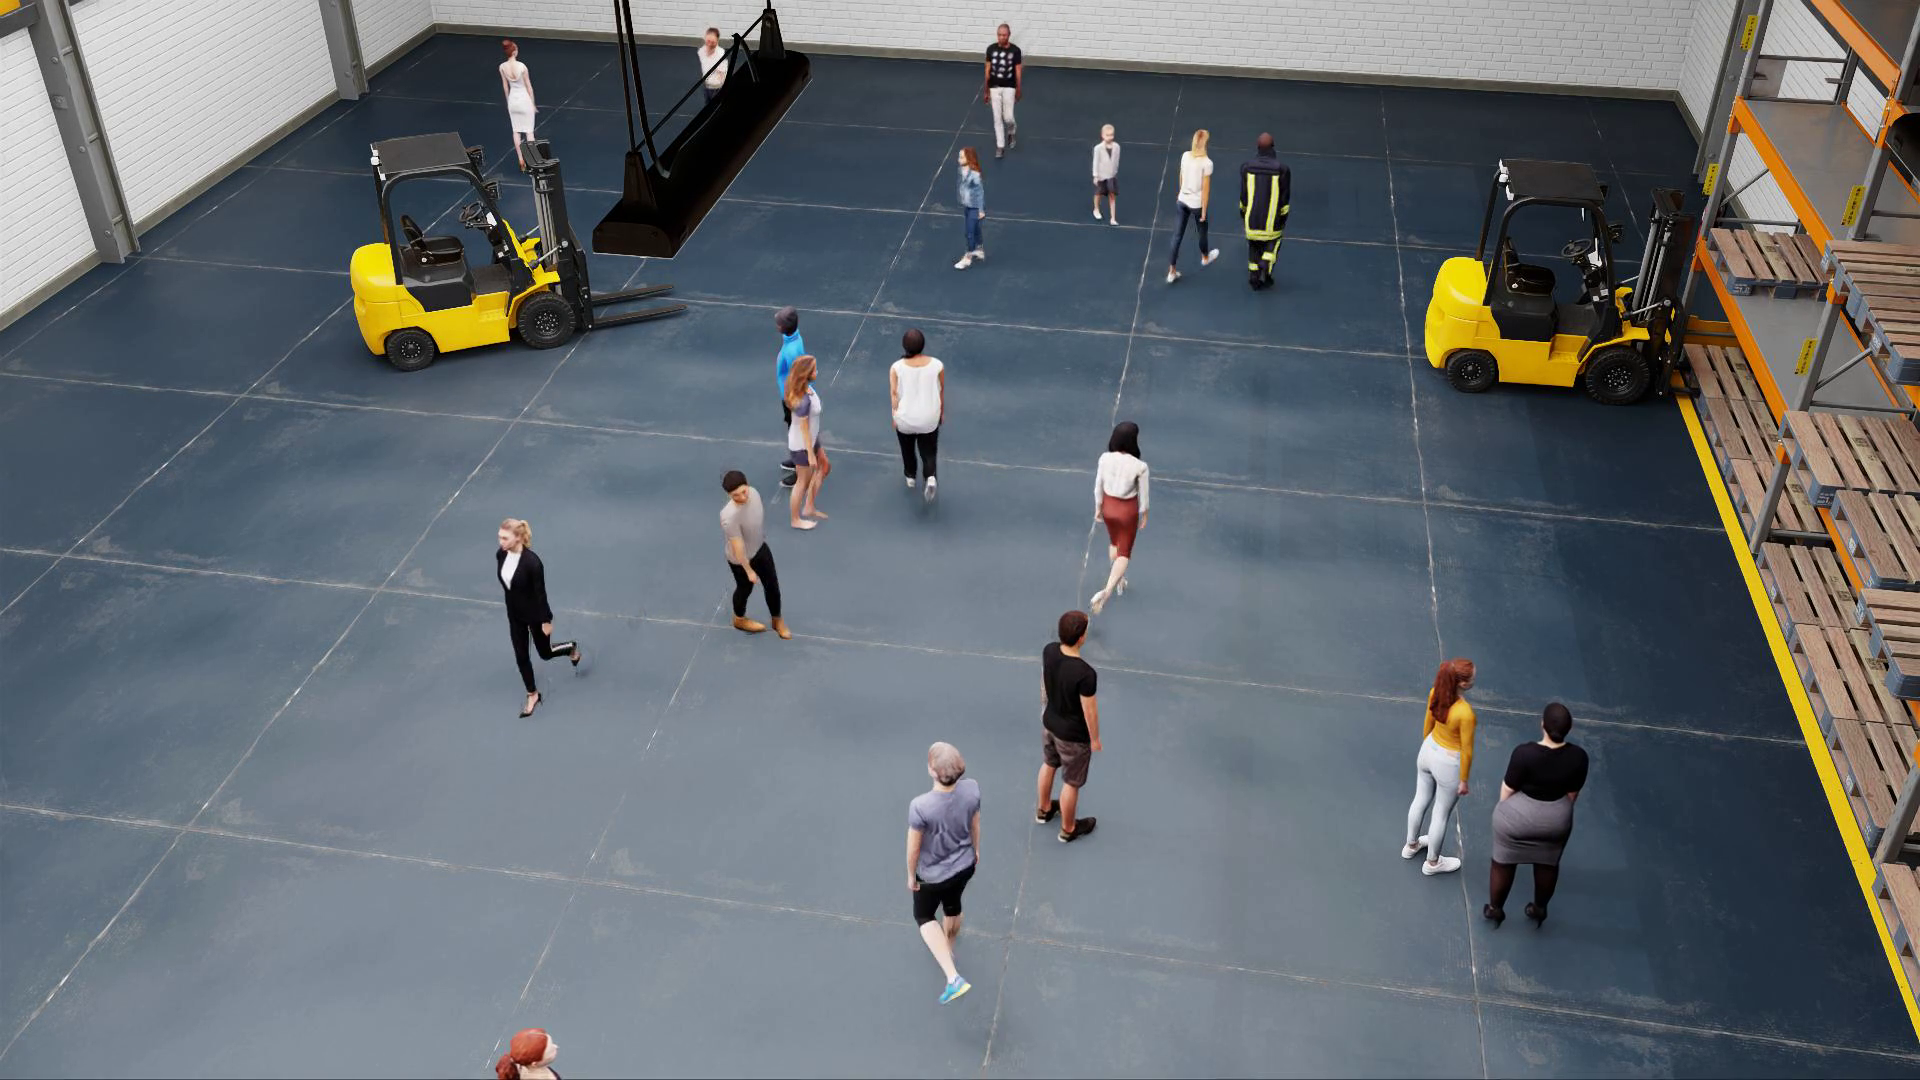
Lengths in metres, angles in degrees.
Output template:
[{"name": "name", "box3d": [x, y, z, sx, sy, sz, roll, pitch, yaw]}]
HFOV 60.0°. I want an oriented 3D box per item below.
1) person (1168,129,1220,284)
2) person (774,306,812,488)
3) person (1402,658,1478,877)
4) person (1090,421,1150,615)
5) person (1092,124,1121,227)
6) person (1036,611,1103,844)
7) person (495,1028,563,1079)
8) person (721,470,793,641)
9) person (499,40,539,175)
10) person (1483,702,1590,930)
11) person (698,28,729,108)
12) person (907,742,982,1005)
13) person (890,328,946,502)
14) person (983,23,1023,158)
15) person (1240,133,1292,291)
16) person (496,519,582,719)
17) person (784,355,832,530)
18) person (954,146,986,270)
[{"name": "person", "box3d": [2.614, -3.794, 19.094, 1.020, 1.763, 1.222, 25, 41, 32]}, {"name": "person", "box3d": [-1.517, -1.340, 15.366, 0.721, 1.802, 0.568, -3, 34, -4]}, {"name": "person", "box3d": [3.224, 1.502, 11.138, 0.740, 1.750, 0.660, -15, 36, -21]}, {"name": "person", "box3d": [1.282, -0.142, 13.632, 0.785, 1.728, 1.095, 15, 36, 21]}, {"name": "person", "box3d": [1.792, -4.564, 20.720, 0.713, 1.245, 0.930, -6, 34, -10]}, {"name": "person", "box3d": [0.721, 1.268, 11.392, 0.797, 1.859, 0.746, -22, 40, -30]}, {"name": "person", "box3d": [-2.109, 3.159, 8.614, 0.739, 1.784, 0.668, -15, 37, -22]}, {"name": "person", "box3d": [-1.721, 0.078, 13.351, 0.935, 1.672, 0.889, 14, 36, 21]}, {"name": "person", "box3d": [-5.820, -5.719, 21.968, 0.589, 1.788, 0.505, 9, 35, 13]}, {"name": "person", "box3d": [3.701, 1.794, 10.695, 0.690, 1.754, 0.656, 1, 34, 2]}, {"name": "person", "box3d": [-3.254, -6.040, 22.433, 0.919, 1.807, 0.930, -21, 39, -28]}, {"name": "person", "box3d": [-0.053, 2.061, 10.189, 0.993, 1.870, 1.085, -17, 37, -24]}, {"name": "person", "box3d": [-0.392, -1.136, 15.182, 0.820, 1.668, 1.020, -4, 34, -6]}, {"name": "person", "box3d": [0.595, -6.124, 22.573, 0.671, 1.792, 0.746, 7, 34, 11]}, {"name": "person", "box3d": [3.433, -3.701, 18.918, 0.839, 1.803, 0.831, 15, 36, 21]}, {"name": "person", "box3d": [-3.213, 0.550, 12.631, 0.805, 1.683, 1.040, 17, 37, 24]}, {"name": "person", "box3d": [-1.467, -0.849, 14.711, 0.755, 1.709, 0.625, -1, 34, -1]}, {"name": "person", "box3d": [0.178, -3.944, 19.595, 0.871, 1.458, 0.813, -18, 38, -25]}]
